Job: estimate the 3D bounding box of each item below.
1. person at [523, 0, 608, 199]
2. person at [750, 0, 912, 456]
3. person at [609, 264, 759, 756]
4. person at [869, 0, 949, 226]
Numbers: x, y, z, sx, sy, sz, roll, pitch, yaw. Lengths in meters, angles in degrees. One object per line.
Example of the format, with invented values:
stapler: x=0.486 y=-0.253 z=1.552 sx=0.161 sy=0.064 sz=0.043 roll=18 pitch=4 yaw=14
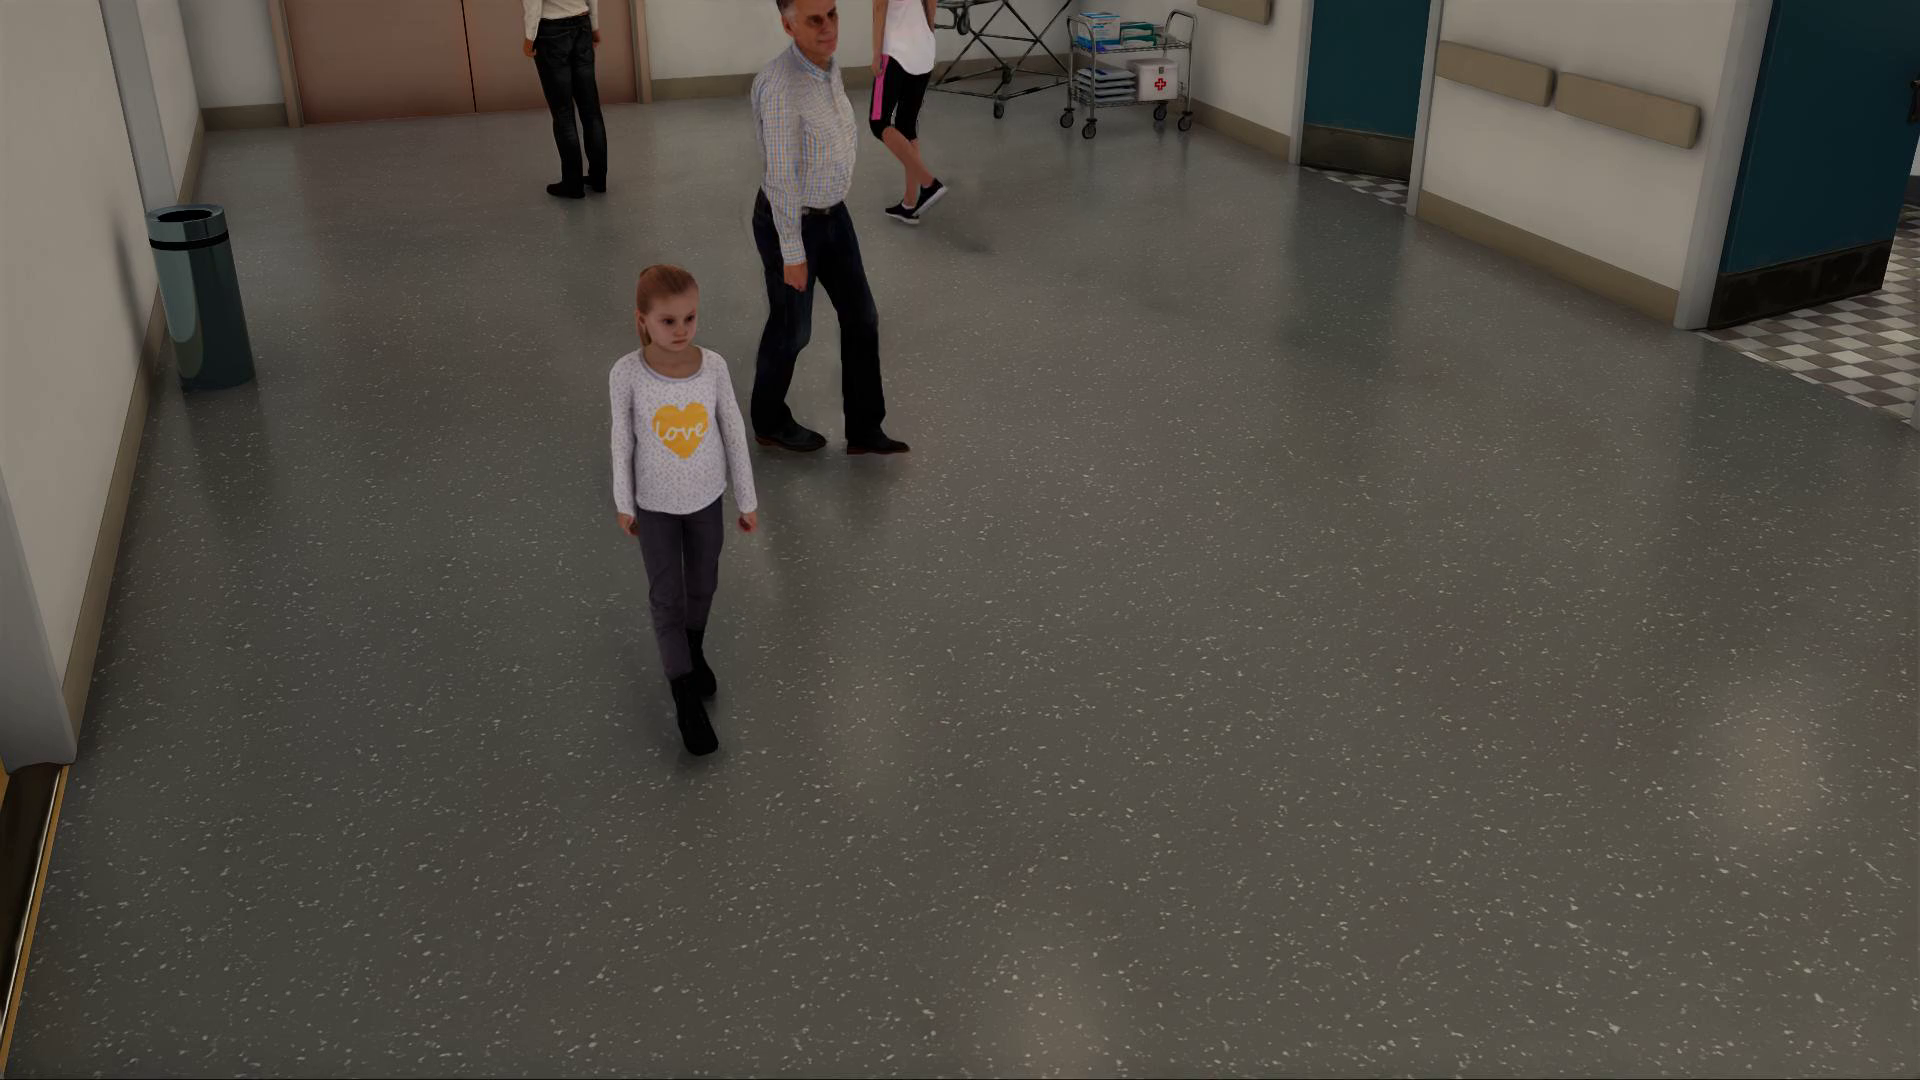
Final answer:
person: x=-2.277 y=-2.900 z=9.578 sx=0.720 sy=1.811 sz=0.743 roll=22 pitch=34 yaw=38
person: x=-0.598 y=-1.124 z=5.944 sx=1.056 sy=1.769 sz=0.987 roll=8 pitch=27 yaw=16
person: x=-0.759 y=-0.126 z=4.462 sx=0.549 sy=1.258 sz=0.791 roll=-11 pitch=28 yaw=-22
person: x=-0.238 y=-2.537 z=8.869 sx=0.866 sy=1.773 sz=0.784 roll=23 pitch=34 yaw=39
